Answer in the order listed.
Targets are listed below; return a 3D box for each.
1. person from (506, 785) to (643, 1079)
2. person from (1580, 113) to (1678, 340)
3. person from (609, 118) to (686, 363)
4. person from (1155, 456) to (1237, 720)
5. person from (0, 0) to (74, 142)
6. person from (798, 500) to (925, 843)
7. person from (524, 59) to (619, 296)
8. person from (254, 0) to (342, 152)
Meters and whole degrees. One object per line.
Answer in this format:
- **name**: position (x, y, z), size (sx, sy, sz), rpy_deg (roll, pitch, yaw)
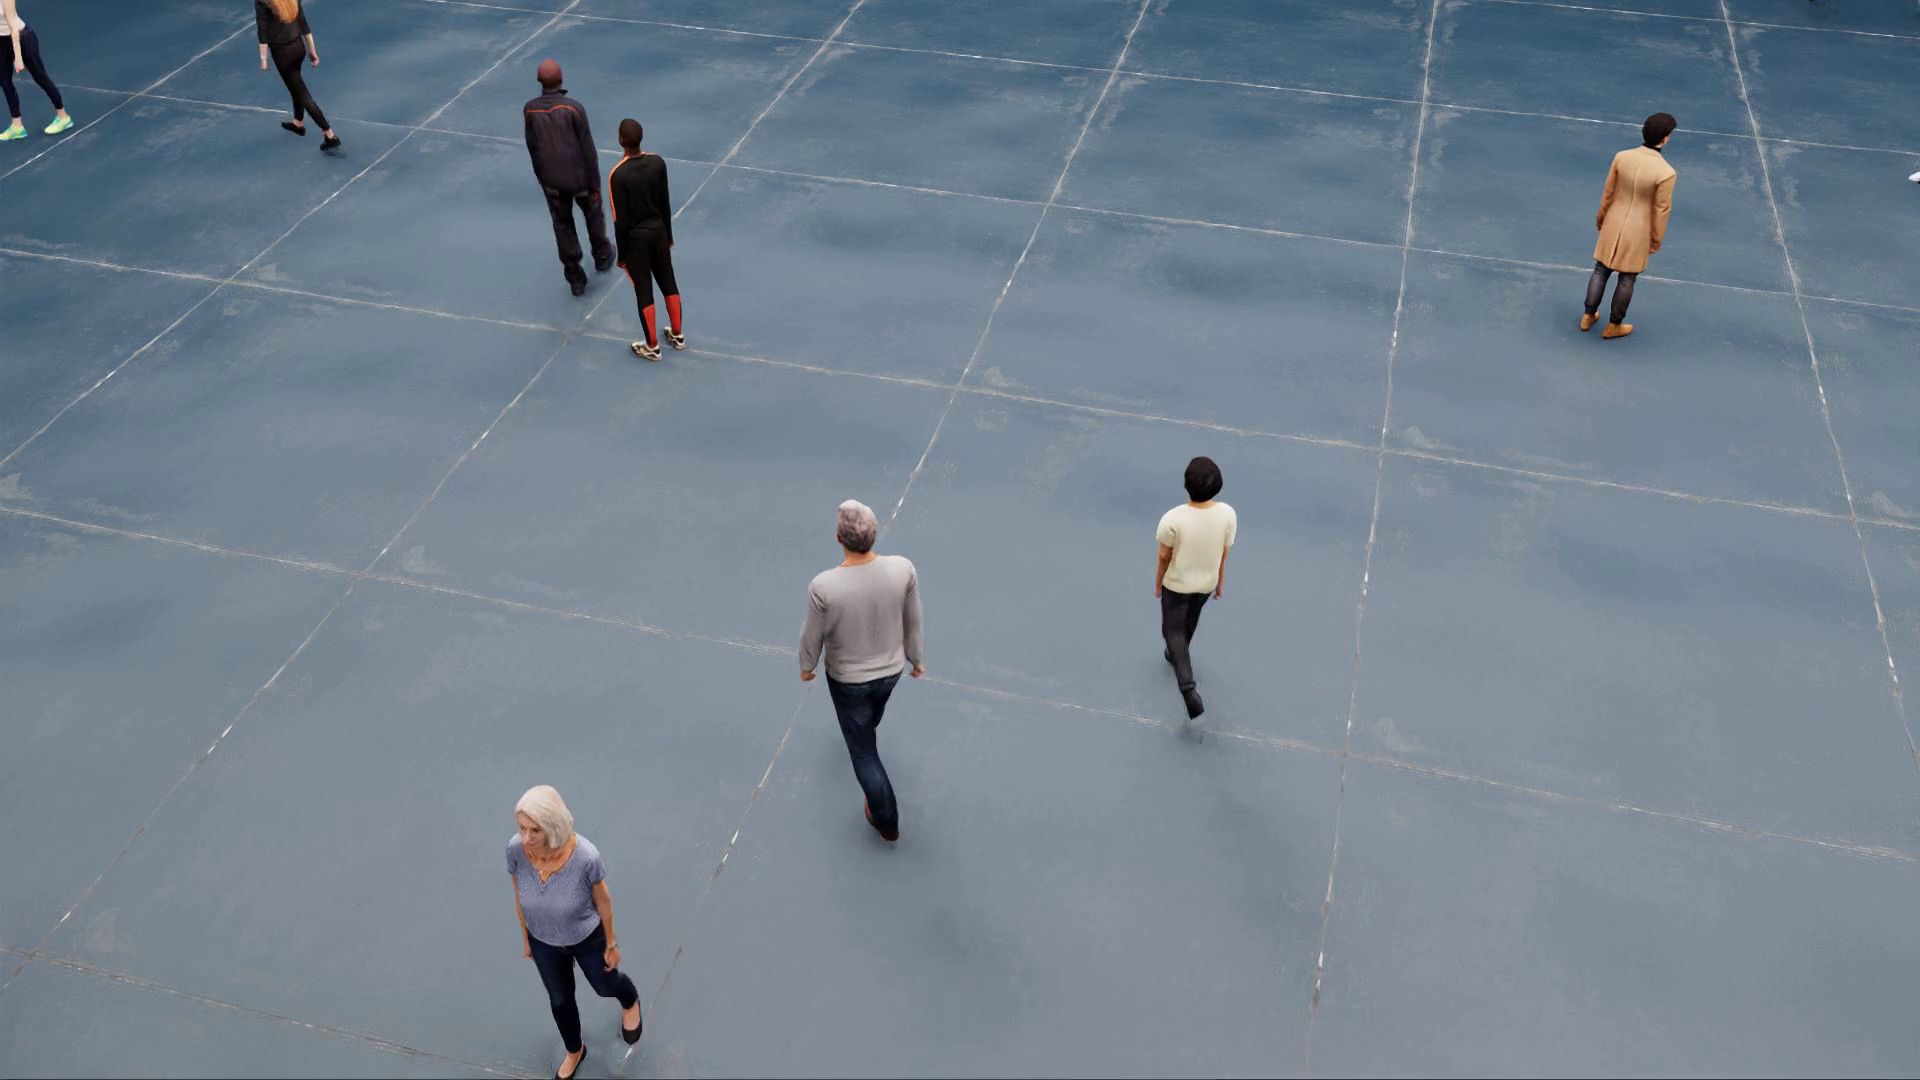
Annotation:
- **person**: position (-1.636, 1.638, 7.050), size (0.627, 1.741, 0.779), rpy_deg (5, 38, 6)
- **person**: position (4.850, -2.277, 12.066), size (0.763, 1.727, 0.785), rpy_deg (32, 48, 34)
- **person**: position (-2.238, -2.138, 11.822), size (0.662, 1.807, 0.767), rpy_deg (-29, 47, -32)
- **person**: position (1.252, 0.272, 8.940), size (0.878, 1.564, 1.063), rpy_deg (-8, 39, -10)
- **person**: position (-8.336, -4.444, 14.873), size (0.829, 1.681, 0.998), rpy_deg (23, 44, 27)
- **person**: position (-0.438, 0.701, 8.152), size (1.205, 1.859, 1.317), rpy_deg (-16, 41, -19)
- **person**: position (-2.979, -2.684, 12.521), size (0.819, 1.807, 0.982), rpy_deg (3, 38, 4)
- **person**: position (-5.824, -4.230, 14.601), size (0.834, 1.679, 1.099), rpy_deg (18, 42, 22)
